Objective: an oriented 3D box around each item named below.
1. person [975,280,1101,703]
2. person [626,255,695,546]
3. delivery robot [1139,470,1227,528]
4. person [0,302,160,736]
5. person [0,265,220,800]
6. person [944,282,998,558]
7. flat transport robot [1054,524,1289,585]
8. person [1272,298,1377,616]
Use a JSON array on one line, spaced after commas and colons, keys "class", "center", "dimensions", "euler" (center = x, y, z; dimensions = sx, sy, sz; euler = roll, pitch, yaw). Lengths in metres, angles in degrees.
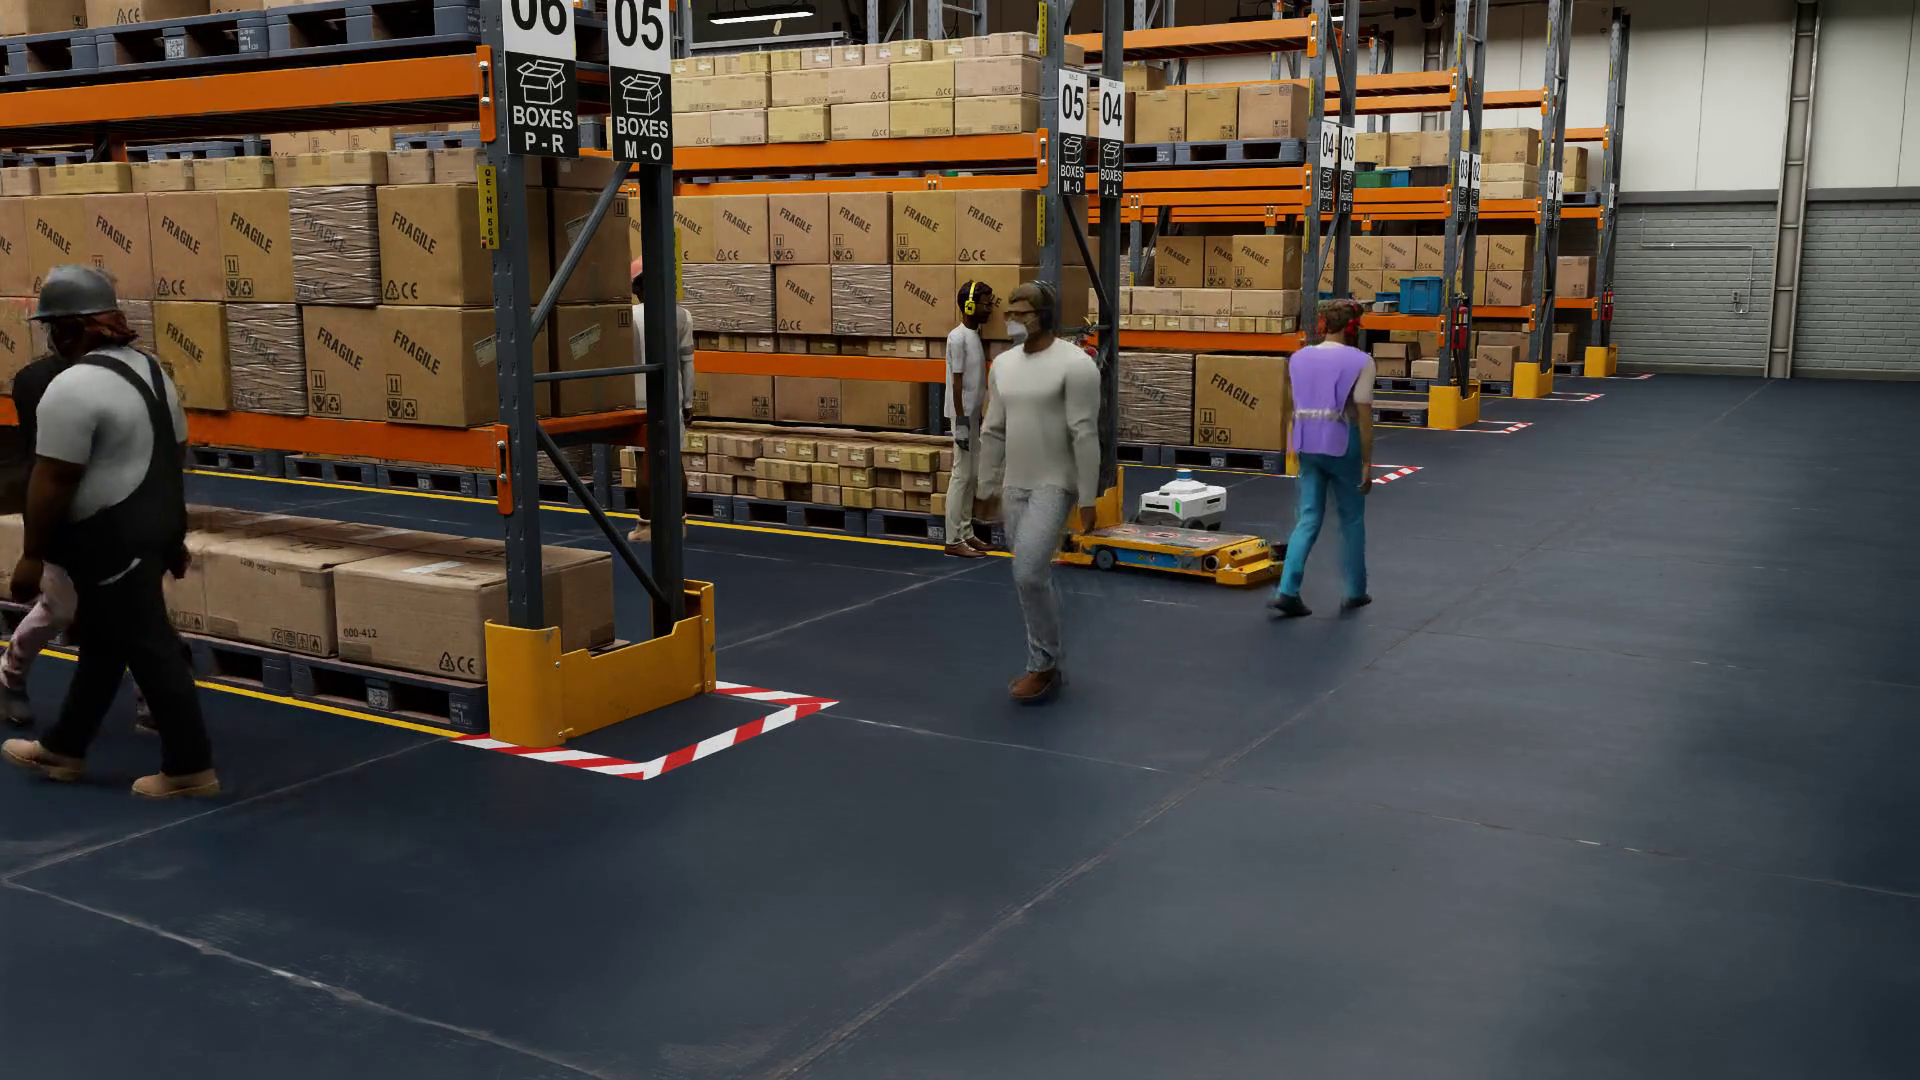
[{"class": "person", "center": [0.298, -0.209, 7.561], "dimensions": [0.606, 1.916, 0.652], "euler": [-8, 13, -40]}, {"class": "person", "center": [-2.168, -0.976, 11.719], "dimensions": [0.605, 2.035, 0.384], "euler": [-5, 11, -29]}, {"class": "delivery robot", "center": [1.544, -0.242, 11.473], "dimensions": [0.477, 0.478, 0.707], "euler": [8, 12, 37]}, {"class": "person", "center": [-3.727, -0.131, 7.000], "dimensions": [0.926, 1.969, 0.604], "euler": [4, 10, 22]}, {"class": "person", "center": [-3.255, -0.030, 6.160], "dimensions": [0.987, 2.000, 0.694], "euler": [0, 10, -3]}, {"class": "person", "center": [0.066, -0.807, 11.252], "dimensions": [0.333, 1.860, 0.510], "euler": [2, 10, 14]}, {"class": "flat transport robot", "center": [1.378, 0.068, 10.757], "dimensions": [1.431, 0.197, 0.652], "euler": [7, 12, 37]}, {"class": "person", "center": [2.072, -0.469, 9.433], "dimensions": [0.585, 1.802, 0.822], "euler": [8, 13, 41]}]
